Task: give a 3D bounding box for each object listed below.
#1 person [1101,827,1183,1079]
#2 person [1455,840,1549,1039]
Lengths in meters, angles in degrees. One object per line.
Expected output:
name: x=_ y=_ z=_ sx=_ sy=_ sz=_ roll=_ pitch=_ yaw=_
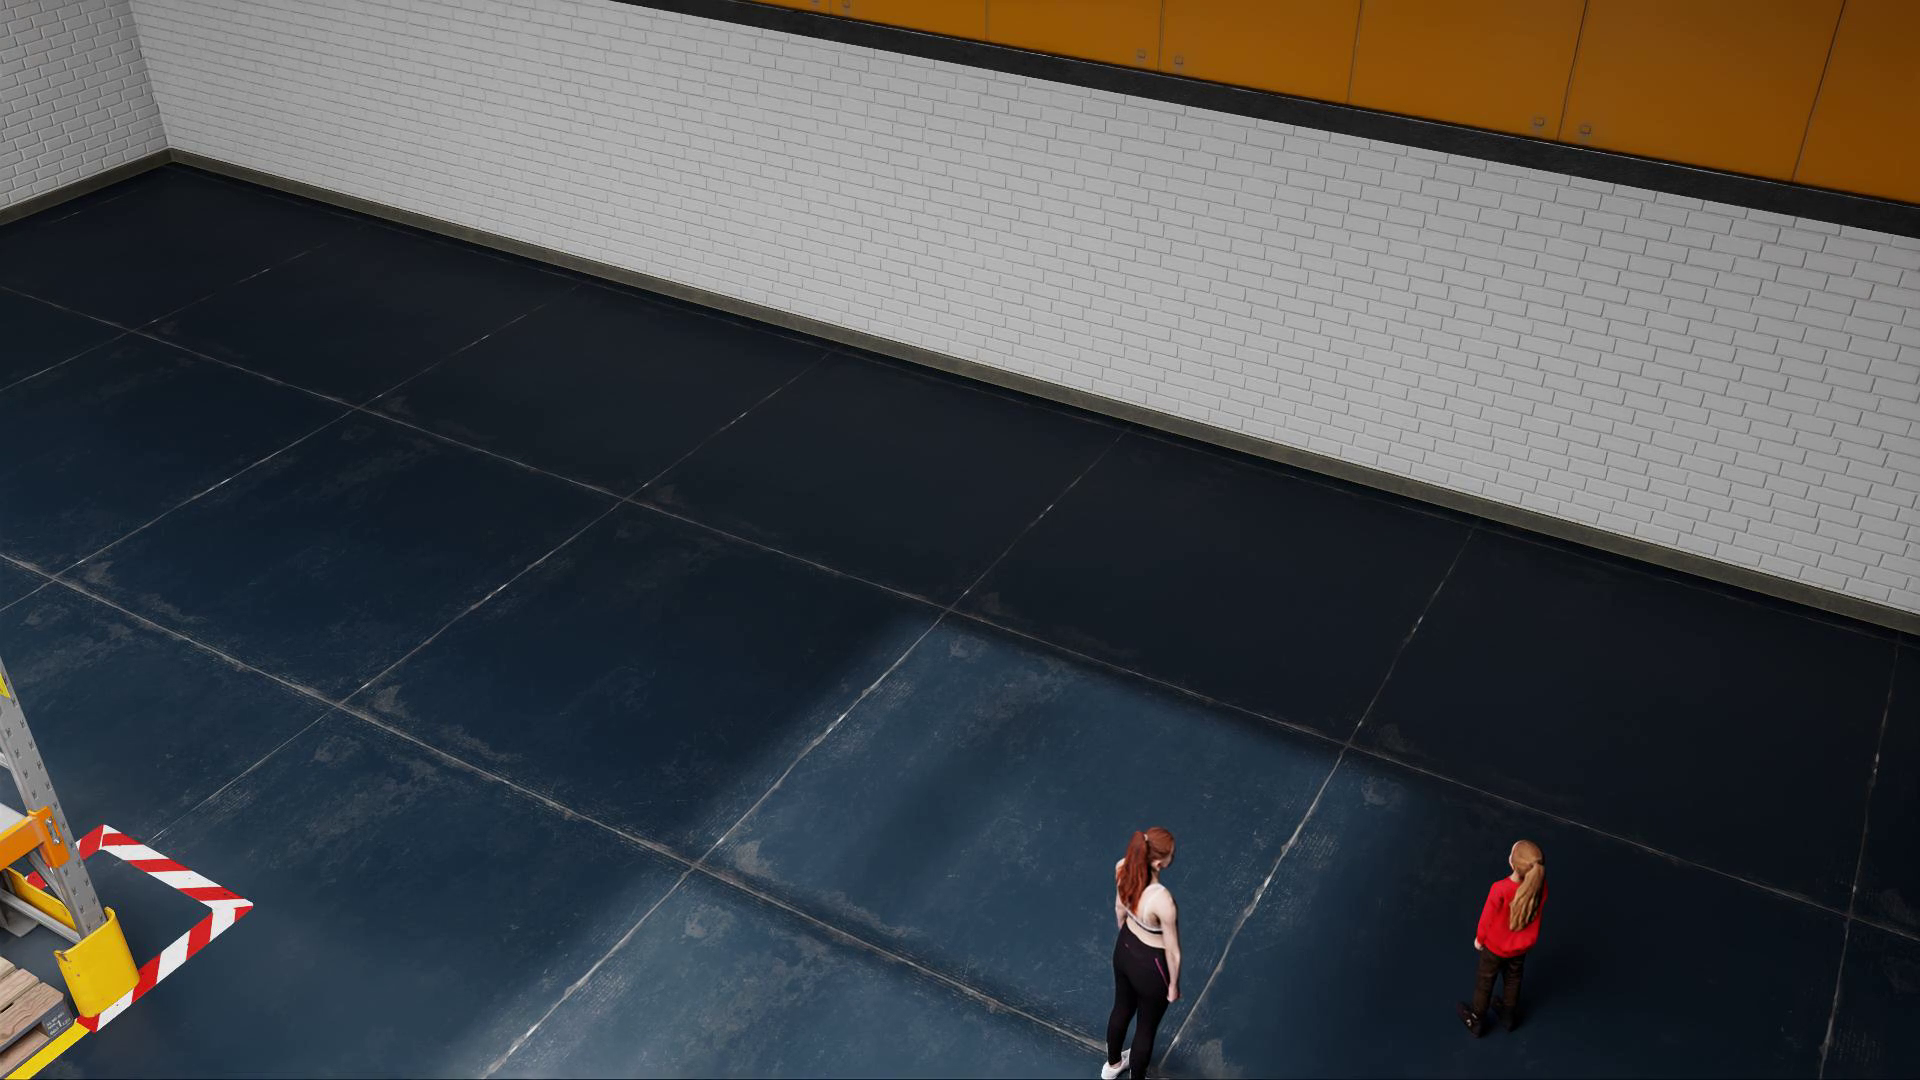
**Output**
person: x=0.887 y=2.067 z=8.128 sx=0.665 sy=1.742 sz=0.664 roll=-19 pitch=38 yaw=-26
person: x=2.819 y=2.052 z=8.567 sx=0.563 sy=1.282 sz=0.625 roll=-9 pitch=35 yaw=-14
